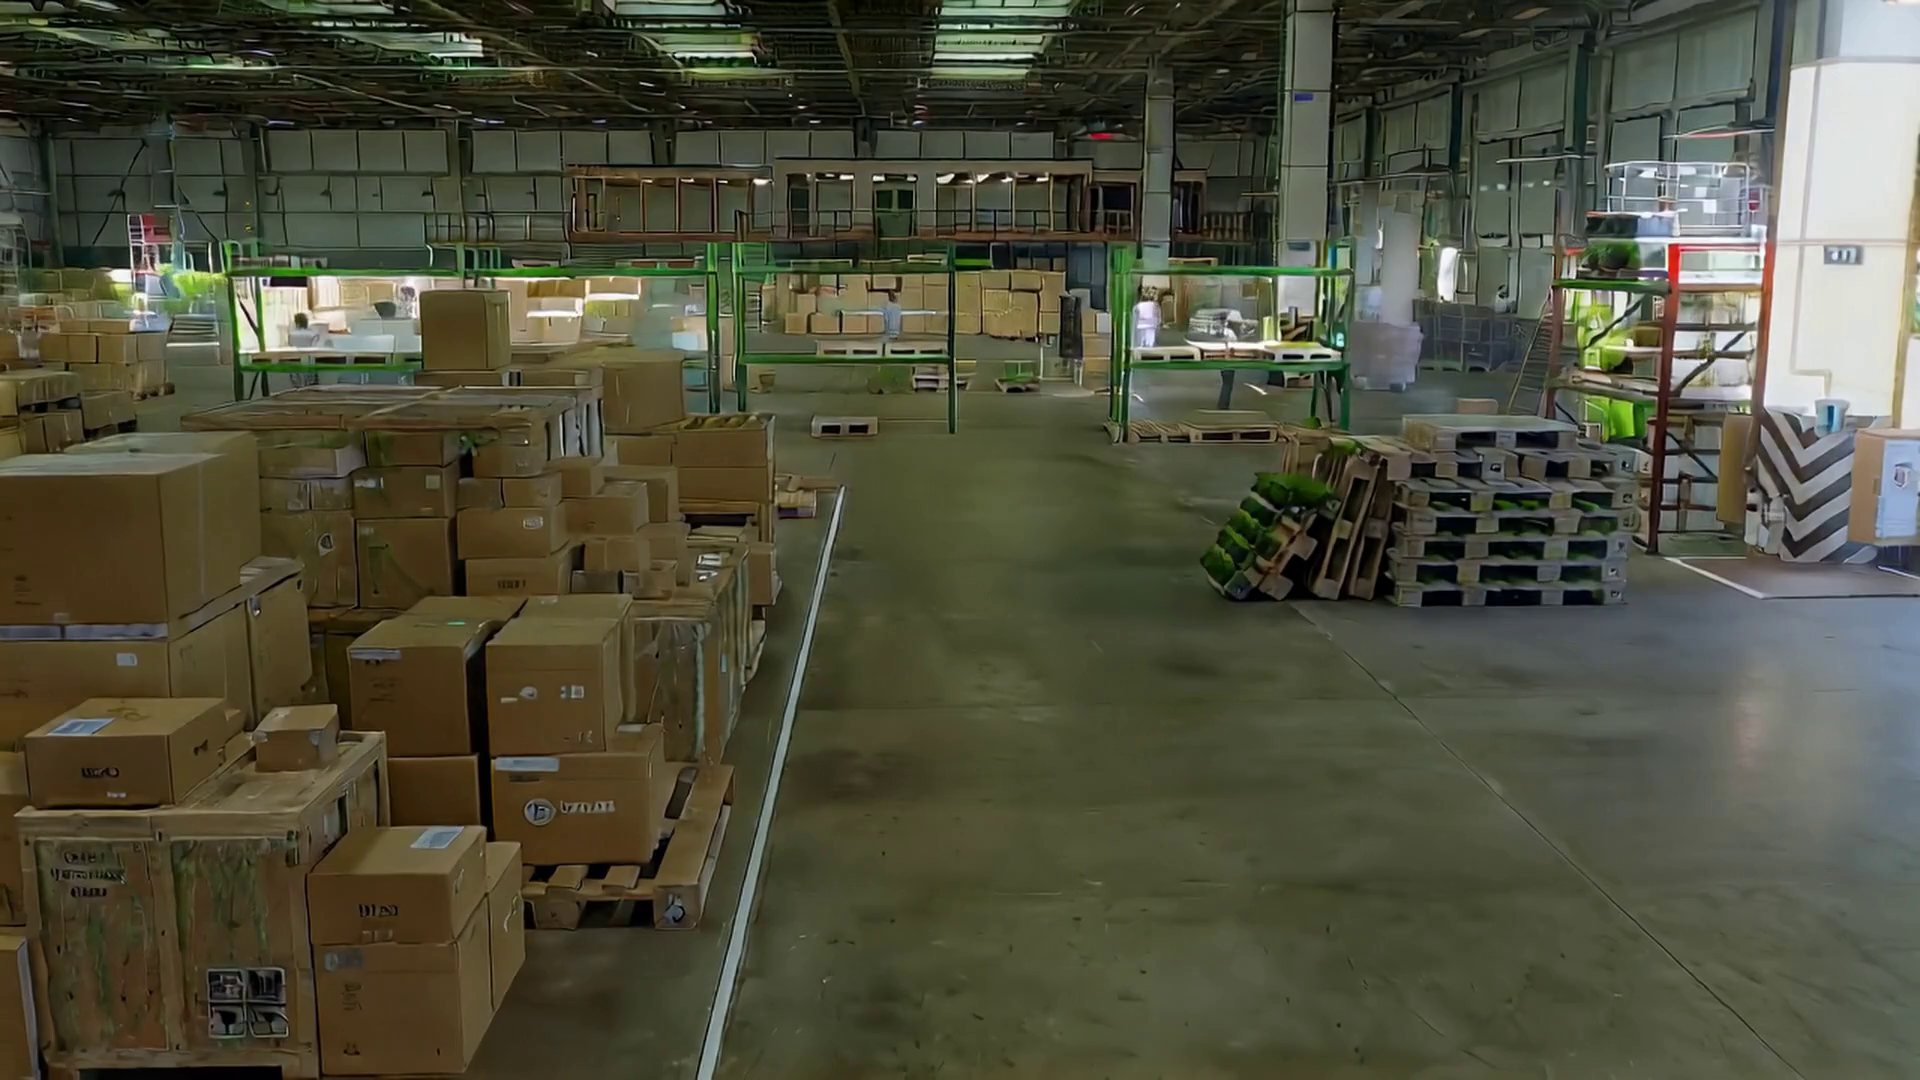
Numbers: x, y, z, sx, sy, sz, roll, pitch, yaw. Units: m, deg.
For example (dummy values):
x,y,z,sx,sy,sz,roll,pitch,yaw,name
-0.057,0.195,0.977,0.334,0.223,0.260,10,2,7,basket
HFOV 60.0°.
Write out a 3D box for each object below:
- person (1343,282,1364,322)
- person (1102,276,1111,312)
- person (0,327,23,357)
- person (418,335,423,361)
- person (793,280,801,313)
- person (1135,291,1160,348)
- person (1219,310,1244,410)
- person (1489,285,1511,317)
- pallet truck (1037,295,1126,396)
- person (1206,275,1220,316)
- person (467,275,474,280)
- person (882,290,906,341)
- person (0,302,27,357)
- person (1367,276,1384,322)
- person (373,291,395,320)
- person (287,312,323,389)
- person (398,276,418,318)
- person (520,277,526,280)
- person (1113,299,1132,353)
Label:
x,y,z,sx,sy,sz,roll,pitch,yaw,name
12.122,-7.074,51.323,0.645,1.823,0.460,5,11,24,person
6.267,-10.590,70.765,0.355,1.880,0.575,-3,11,-15,person
-12.482,-1.825,21.785,0.375,1.936,0.627,0,10,1,person
-8.320,-2.649,26.516,0.584,1.882,0.346,2,10,10,person
-5.549,-8.094,57.281,0.645,1.722,0.500,-5,11,-24,person
4.669,-5.305,41.483,0.623,1.826,0.751,1,10,5,person
4.435,-2.808,27.284,0.386,1.922,0.594,1,10,6,person
14.256,-5.781,43.961,0.632,1.881,0.816,1,10,6,person
2.483,-3.881,33.060,1.885,1.965,0.823,-7,13,-36,pallet truck
10.022,-9.697,65.762,0.641,1.897,1.015,10,14,44,person
-20.328,-10.212,68.776,0.506,1.839,0.350,-2,10,-8,person
-1.636,-5.273,41.236,0.571,1.843,0.420,0,10,-2,person
-16.053,-3.012,28.099,0.537,2.000,0.687,0,10,-2,person
13.666,-7.719,54.658,0.489,1.915,0.576,-9,14,-41,person
-13.831,-5.031,39.894,1.024,1.847,0.648,8,13,39,person
-10.897,-2.847,27.670,0.535,1.865,0.312,-4,11,-19,person
-17.181,-7.230,51.827,0.381,1.958,0.603,6,12,30,person
-15.784,-8.635,60.189,0.330,1.769,0.526,-6,12,-28,person
3.385,-4.142,34.679,0.358,1.937,0.636,8,13,38,person
